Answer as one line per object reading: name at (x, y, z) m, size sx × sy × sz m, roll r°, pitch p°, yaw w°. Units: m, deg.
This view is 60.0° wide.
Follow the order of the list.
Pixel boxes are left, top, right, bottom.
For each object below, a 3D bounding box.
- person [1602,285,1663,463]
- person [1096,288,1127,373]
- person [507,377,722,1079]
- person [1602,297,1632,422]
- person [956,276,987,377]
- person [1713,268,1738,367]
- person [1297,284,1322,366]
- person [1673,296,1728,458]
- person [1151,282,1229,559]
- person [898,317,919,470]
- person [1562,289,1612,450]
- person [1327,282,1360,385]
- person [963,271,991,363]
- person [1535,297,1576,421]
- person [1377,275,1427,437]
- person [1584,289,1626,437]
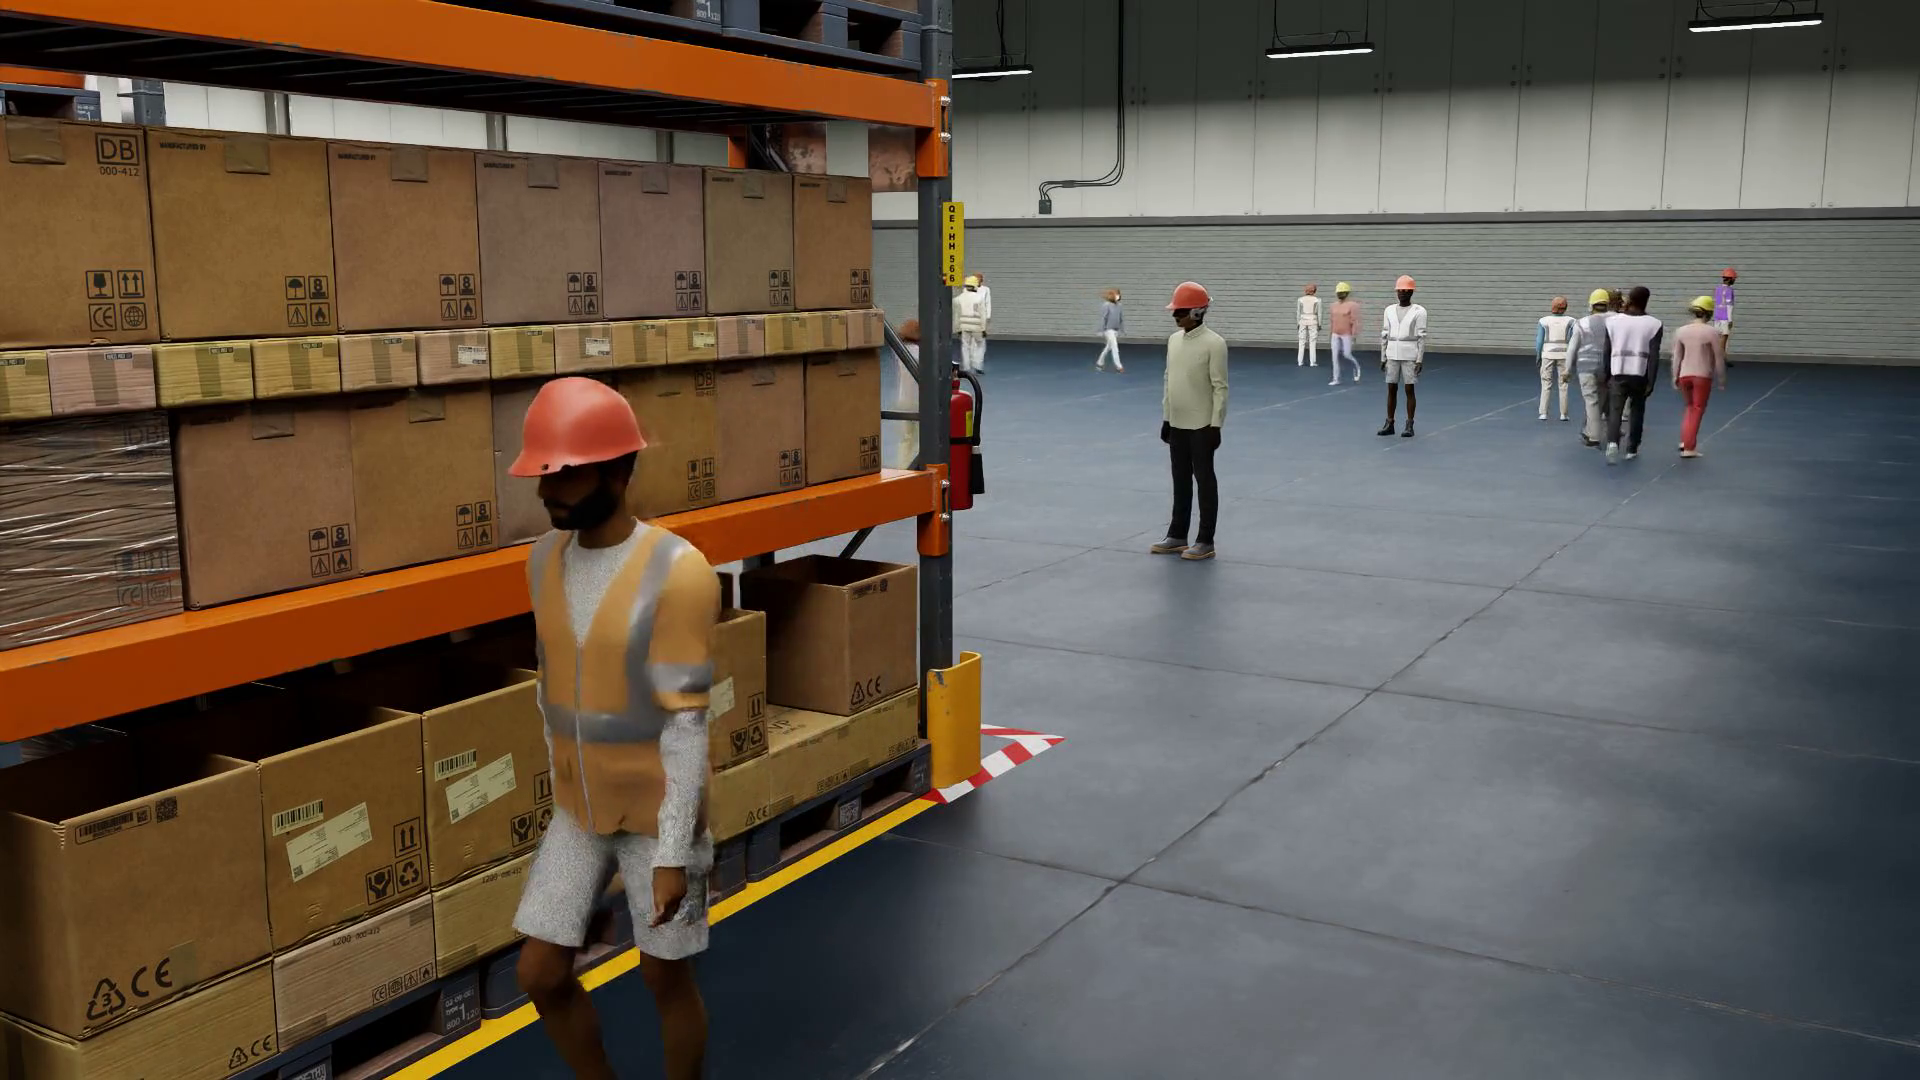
person at (7.107, -1.760, 17.648) m, size 0.587 × 1.879 × 0.957 m, roll 5°, pitch 11°, yaw 26°
person at (2.832, -3.929, 31.164) m, size 0.509 × 1.592 × 0.866 m, roll -9°, pitch 13°, yaw -42°
person at (-0.767, 0.600, 3.682) m, size 0.556 × 1.916 × 0.506 m, roll 5°, pitch 11°, yaw 29°
person at (8.687, -2.376, 21.924) m, size 0.311 × 1.640 × 0.512 m, roll -9°, pitch 13°, yaw -41°
person at (0.259, -3.812, 29.803) m, size 0.620 × 1.815 × 0.610 m, roll 5°, pitch 11°, yaw 29°
person at (15.019, -4.353, 32.632) m, size 0.377 × 1.932 × 0.552 m, roll -1°, pitch 10°, yaw -4°
person at (6.906, -4.246, 32.901) m, size 0.509 × 1.629 × 0.316 m, roll 5°, pitch 11°, yaw 26°
person at (8.013, -1.759, 18.012) m, size 0.551 × 1.750 × 0.536 m, roll -5°, pitch 11°, yaw -29°
person at (1.666, -0.857, 12.006) m, size 0.392 × 1.990 × 0.612 m, roll -6°, pitch 11°, yaw -32°
person at (-0.375, -1.237, 15.287) m, size 0.386 × 1.615 × 0.527 m, roll -7°, pitch 12°, yaw -34°
person at (7.186, -1.946, 18.943) m, size 0.615 × 1.788 × 0.883 m, roll 0°, pitch 10°, yaw -2°
person at (6.501, -3.485, 28.107) m, size 0.598 × 1.748 × 0.529 m, roll -9°, pitch 14°, yaw -44°
person at (0.368, -4.564, 34.085) m, size 0.568 × 1.858 × 0.660 m, roll -4°, pitch 10°, yaw -21°
person at (7.888, -2.391, 22.013) m, size 0.523 × 1.638 × 0.310 m, roll 3°, pitch 10°, yaw 19°
person at (5.339, -2.216, 20.103) m, size 0.551 × 1.942 × 0.345 m, roll 7°, pitch 12°, yaw 36°
person at (7.658, -2.064, 19.647) m, size 0.971 × 1.803 × 0.529 m, roll -7°, pitch 12°, yaw -37°
